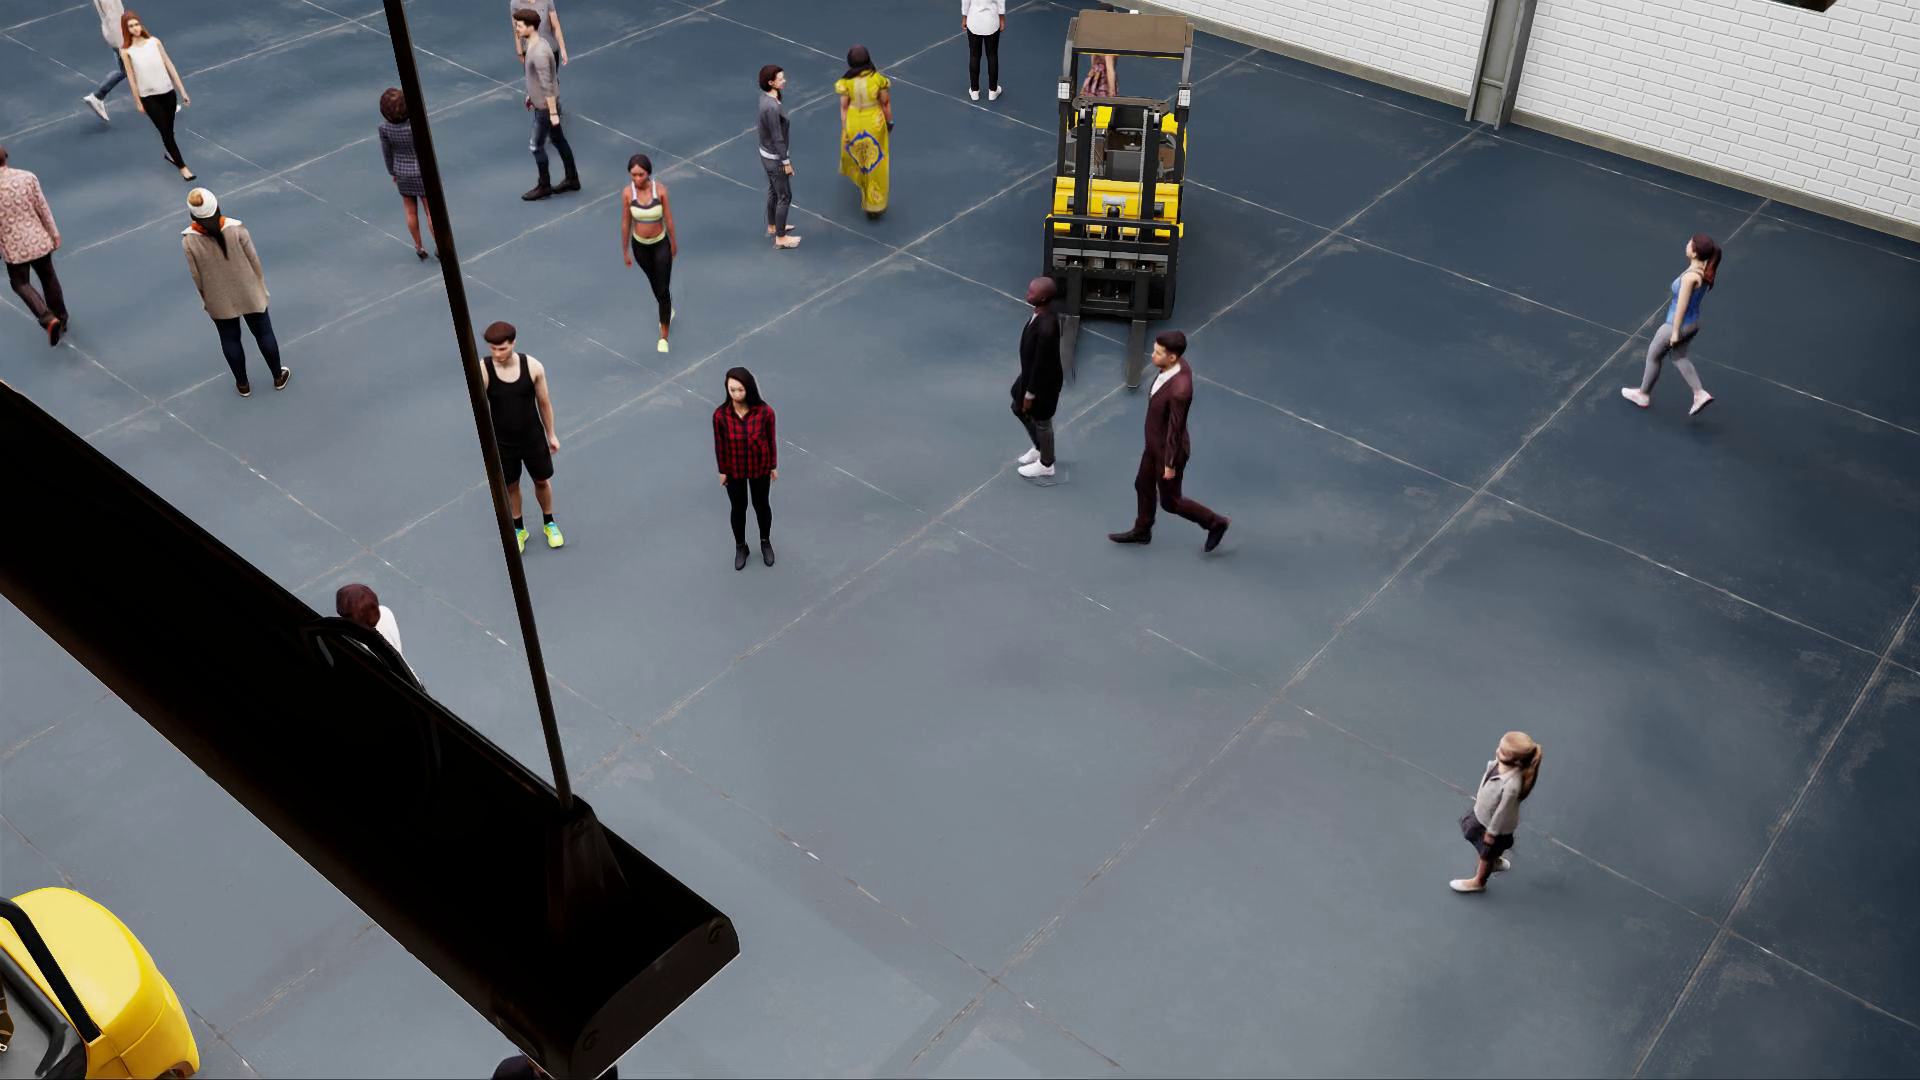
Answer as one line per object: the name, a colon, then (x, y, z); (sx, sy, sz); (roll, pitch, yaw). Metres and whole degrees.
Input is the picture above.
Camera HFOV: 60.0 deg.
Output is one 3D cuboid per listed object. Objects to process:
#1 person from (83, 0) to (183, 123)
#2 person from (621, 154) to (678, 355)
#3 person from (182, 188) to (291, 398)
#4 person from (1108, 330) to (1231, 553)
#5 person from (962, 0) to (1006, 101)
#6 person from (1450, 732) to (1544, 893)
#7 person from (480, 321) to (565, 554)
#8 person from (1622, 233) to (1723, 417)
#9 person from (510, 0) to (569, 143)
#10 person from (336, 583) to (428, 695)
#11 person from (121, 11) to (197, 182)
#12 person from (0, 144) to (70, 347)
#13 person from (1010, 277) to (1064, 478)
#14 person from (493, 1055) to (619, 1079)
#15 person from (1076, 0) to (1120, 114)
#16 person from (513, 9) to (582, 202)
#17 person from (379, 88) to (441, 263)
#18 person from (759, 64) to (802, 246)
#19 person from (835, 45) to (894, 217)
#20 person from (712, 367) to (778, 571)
person: (-8.974, -5.268, 17.578); (0.970, 1.826, 1.166); (-21, 43, -24)
person: (-2.628, -2.527, 14.239); (1.081, 1.709, 1.101); (-1, 39, -1)
person: (-5.906, -2.030, 13.481); (0.803, 1.878, 0.829); (-13, 40, -16)
person: (1.560, -0.670, 11.811); (1.202, 1.838, 1.111); (-1, 39, -1)
person: (0.257, -5.691, 18.120); (0.698, 1.810, 0.787); (3, 39, 4)
person: (3.107, 1.560, 9.473); (0.696, 1.270, 0.639); (5, 39, 6)
person: (-3.156, -0.756, 11.875); (0.773, 1.892, 0.788); (-9, 40, -12)
person: (5.819, -1.687, 13.281); (0.677, 1.592, 0.976); (-27, 46, -30)
person: (-4.423, -5.166, 17.543); (0.964, 1.710, 1.242); (-16, 41, -19)
person: (-3.240, 0.962, 9.835); (1.190, 1.753, 0.926); (9, 39, 11)
person: (-8.094, -4.482, 16.713); (1.075, 1.678, 0.648); (32, 48, 33)
person: (-7.927, -2.491, 14.129); (0.758, 1.791, 0.952); (-30, 47, -32)
person: (0.697, -1.212, 12.557); (0.834, 1.753, 0.784); (-1, 39, -1)
person: (-1.758, 2.716, 7.535); (0.760, 1.883, 0.800); (-5, 39, -6)
person: (1.425, -4.507, 16.666); (0.851, 1.774, 0.768); (-13, 40, -16)
person: (-3.959, -4.264, 16.271); (1.001, 1.888, 0.951); (-11, 40, -14)
person: (-5.005, -3.326, 15.245); (0.655, 1.702, 0.762); (6, 39, 7)
person: (-1.746, -3.593, 15.529); (0.776, 1.766, 0.675); (-14, 41, -17)
person: (-0.915, -3.899, 16.039); (1.245, 1.607, 1.262); (0, 39, 0)
person: (-1.511, -0.519, 11.766); (0.659, 1.658, 0.705); (-6, 39, -7)
